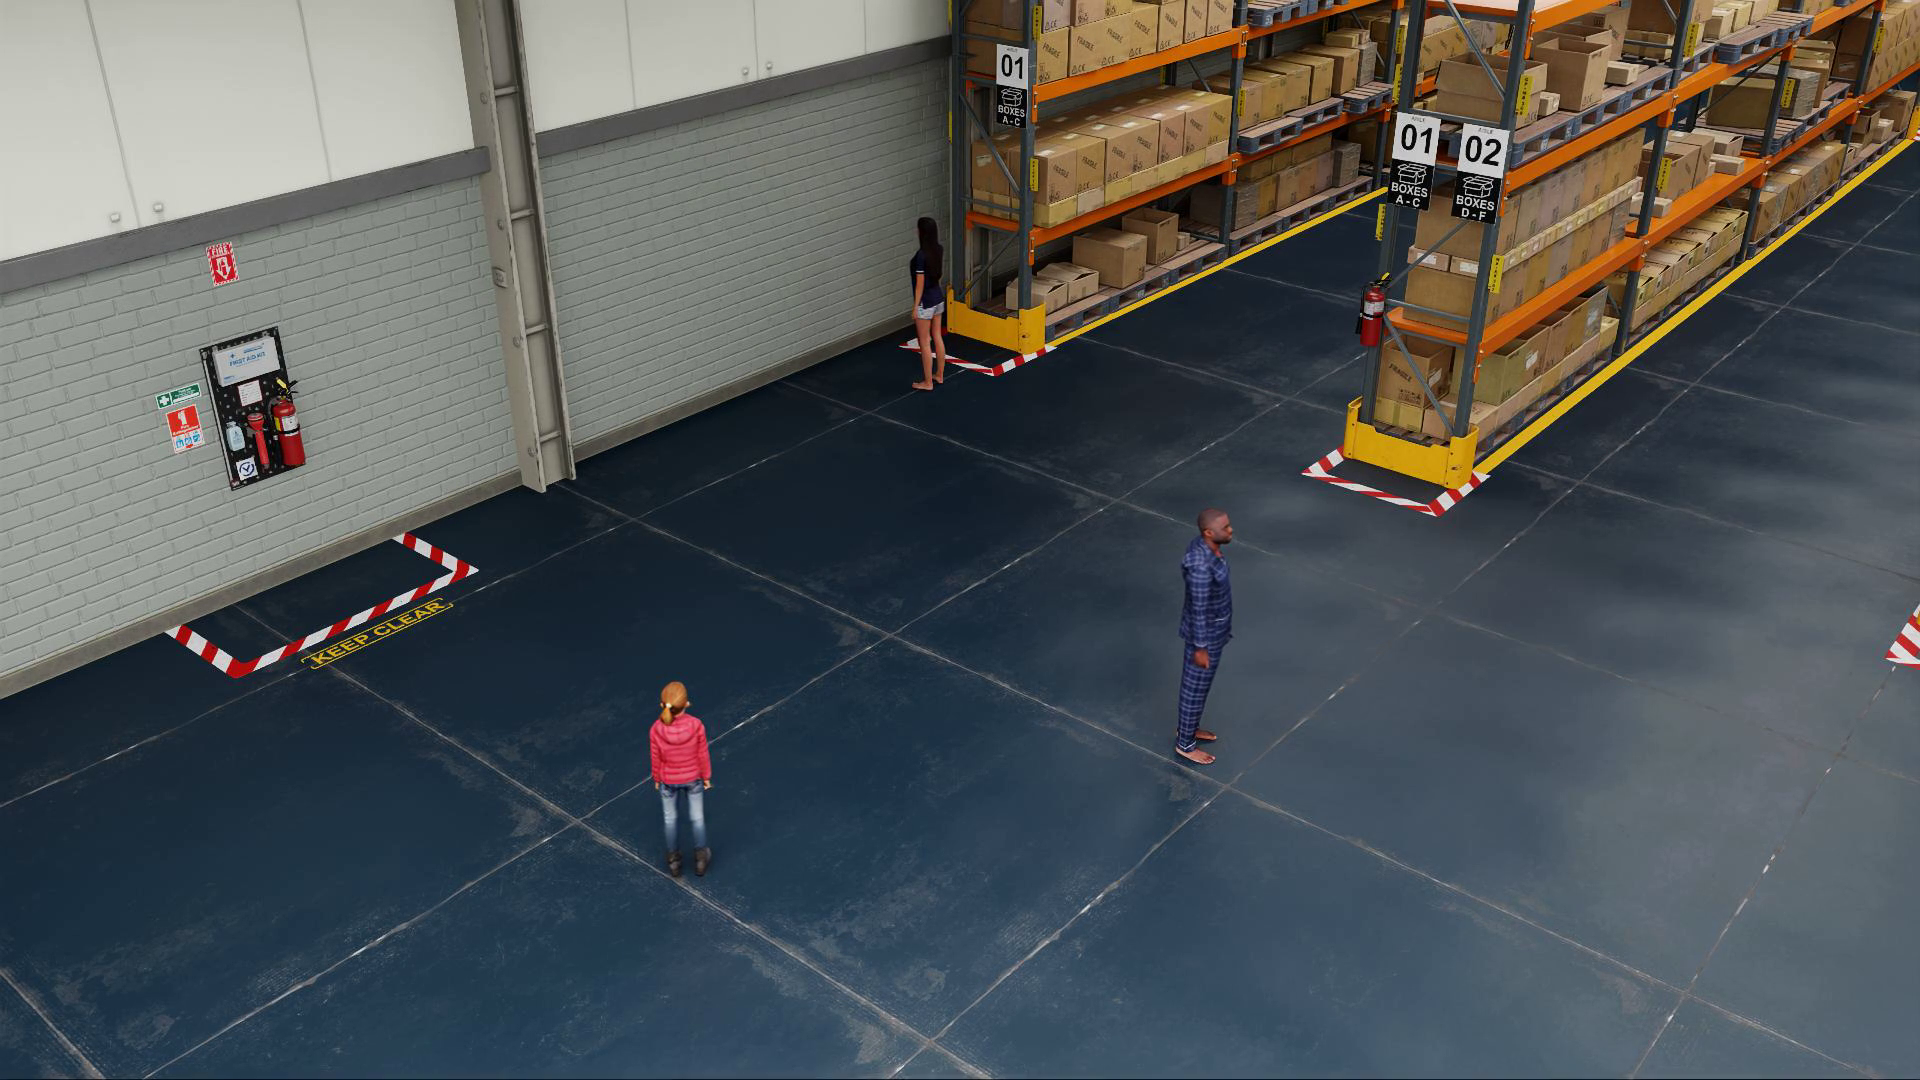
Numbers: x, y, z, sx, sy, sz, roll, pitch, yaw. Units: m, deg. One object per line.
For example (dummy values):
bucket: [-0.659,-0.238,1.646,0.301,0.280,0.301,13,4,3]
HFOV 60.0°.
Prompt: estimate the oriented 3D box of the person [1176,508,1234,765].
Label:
person: [1.604,0.600,11.005,0.821,1.824,0.695,7,29,12]

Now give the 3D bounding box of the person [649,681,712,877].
person: [-1.677,1.437,9.975,0.582,1.314,0.648,-4,28,-7]

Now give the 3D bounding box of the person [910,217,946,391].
person: [-0.317,-2.365,16.635,0.655,1.765,0.472,19,33,31]
